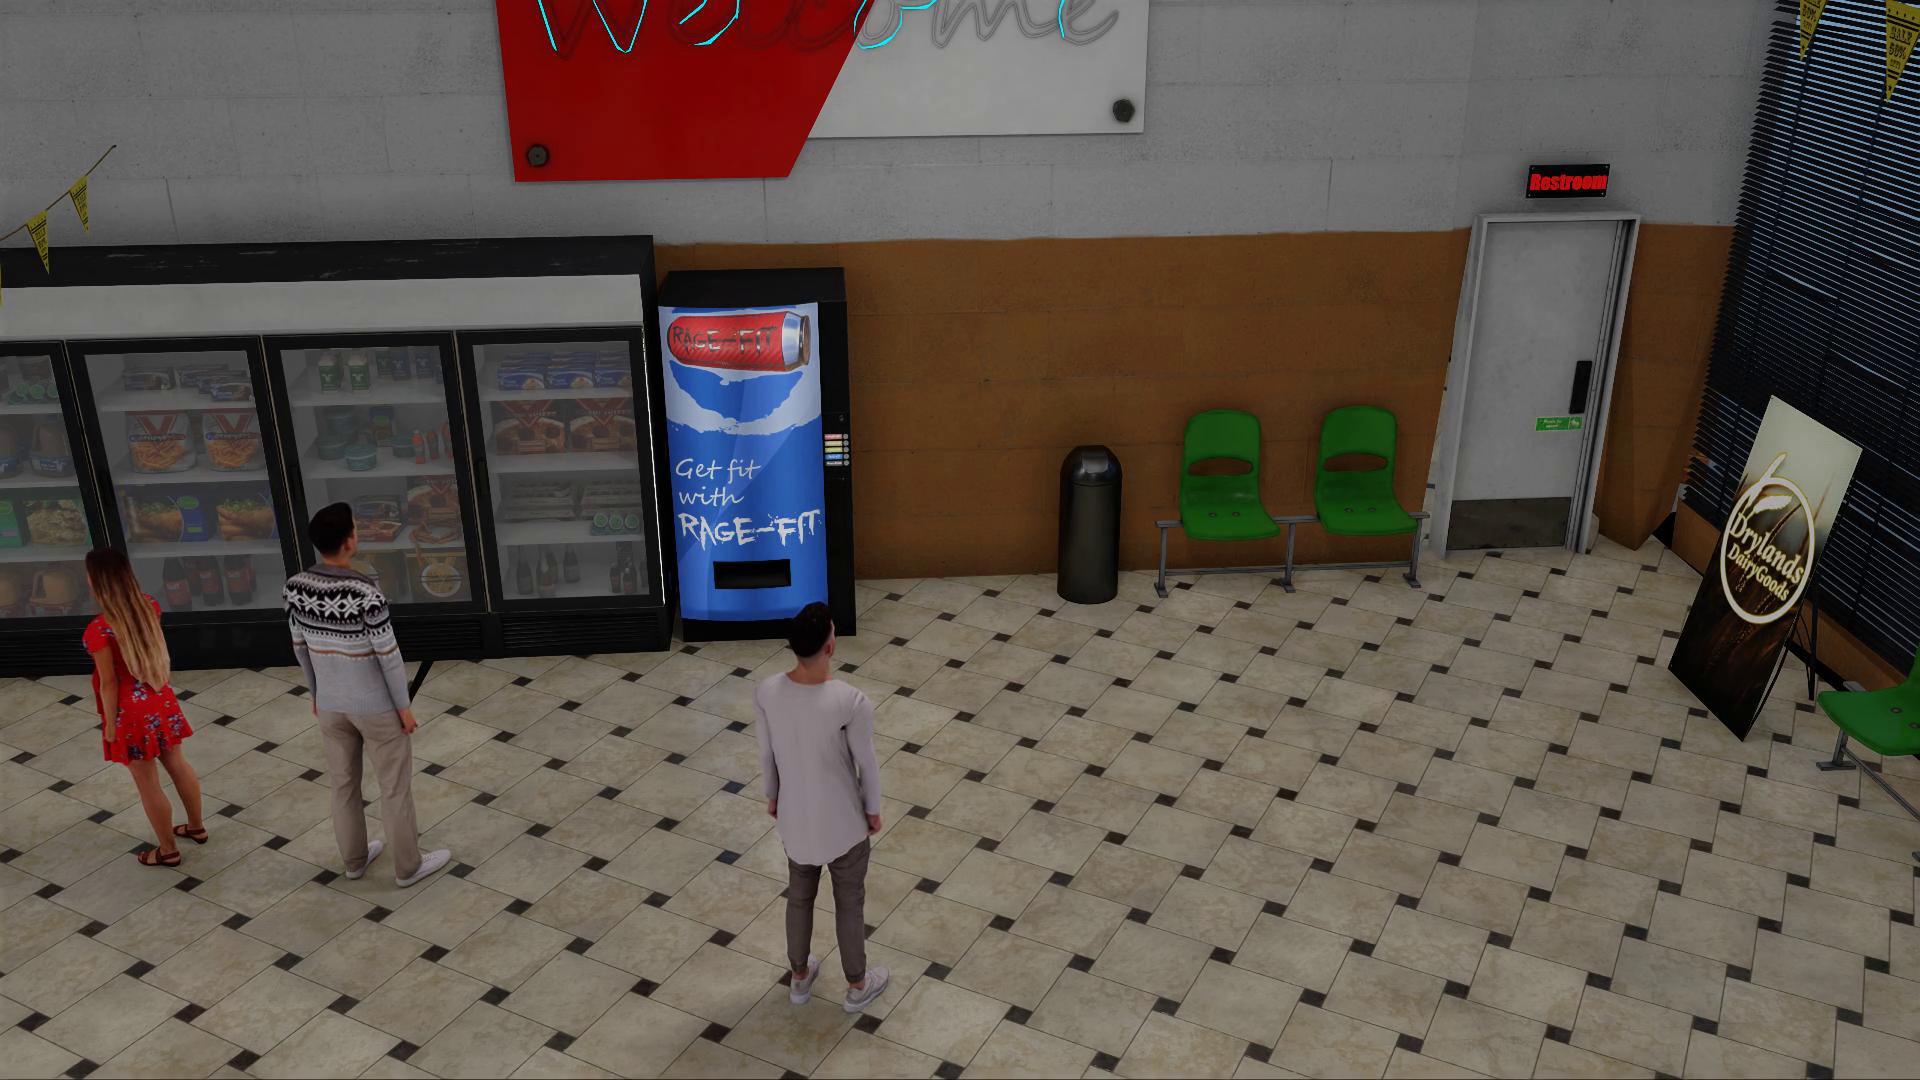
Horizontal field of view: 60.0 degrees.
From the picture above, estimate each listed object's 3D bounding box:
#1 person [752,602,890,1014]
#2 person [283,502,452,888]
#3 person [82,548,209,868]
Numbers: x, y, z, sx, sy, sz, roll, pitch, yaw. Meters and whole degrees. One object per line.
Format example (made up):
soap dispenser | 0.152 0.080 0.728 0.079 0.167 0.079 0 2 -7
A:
person | -0.552 1.079 6.675 0.744 1.835 0.708 7 25 16
person | -2.708 0.714 7.475 0.753 1.862 0.705 6 24 14
person | -3.782 0.773 7.676 0.707 1.592 0.598 8 25 17
